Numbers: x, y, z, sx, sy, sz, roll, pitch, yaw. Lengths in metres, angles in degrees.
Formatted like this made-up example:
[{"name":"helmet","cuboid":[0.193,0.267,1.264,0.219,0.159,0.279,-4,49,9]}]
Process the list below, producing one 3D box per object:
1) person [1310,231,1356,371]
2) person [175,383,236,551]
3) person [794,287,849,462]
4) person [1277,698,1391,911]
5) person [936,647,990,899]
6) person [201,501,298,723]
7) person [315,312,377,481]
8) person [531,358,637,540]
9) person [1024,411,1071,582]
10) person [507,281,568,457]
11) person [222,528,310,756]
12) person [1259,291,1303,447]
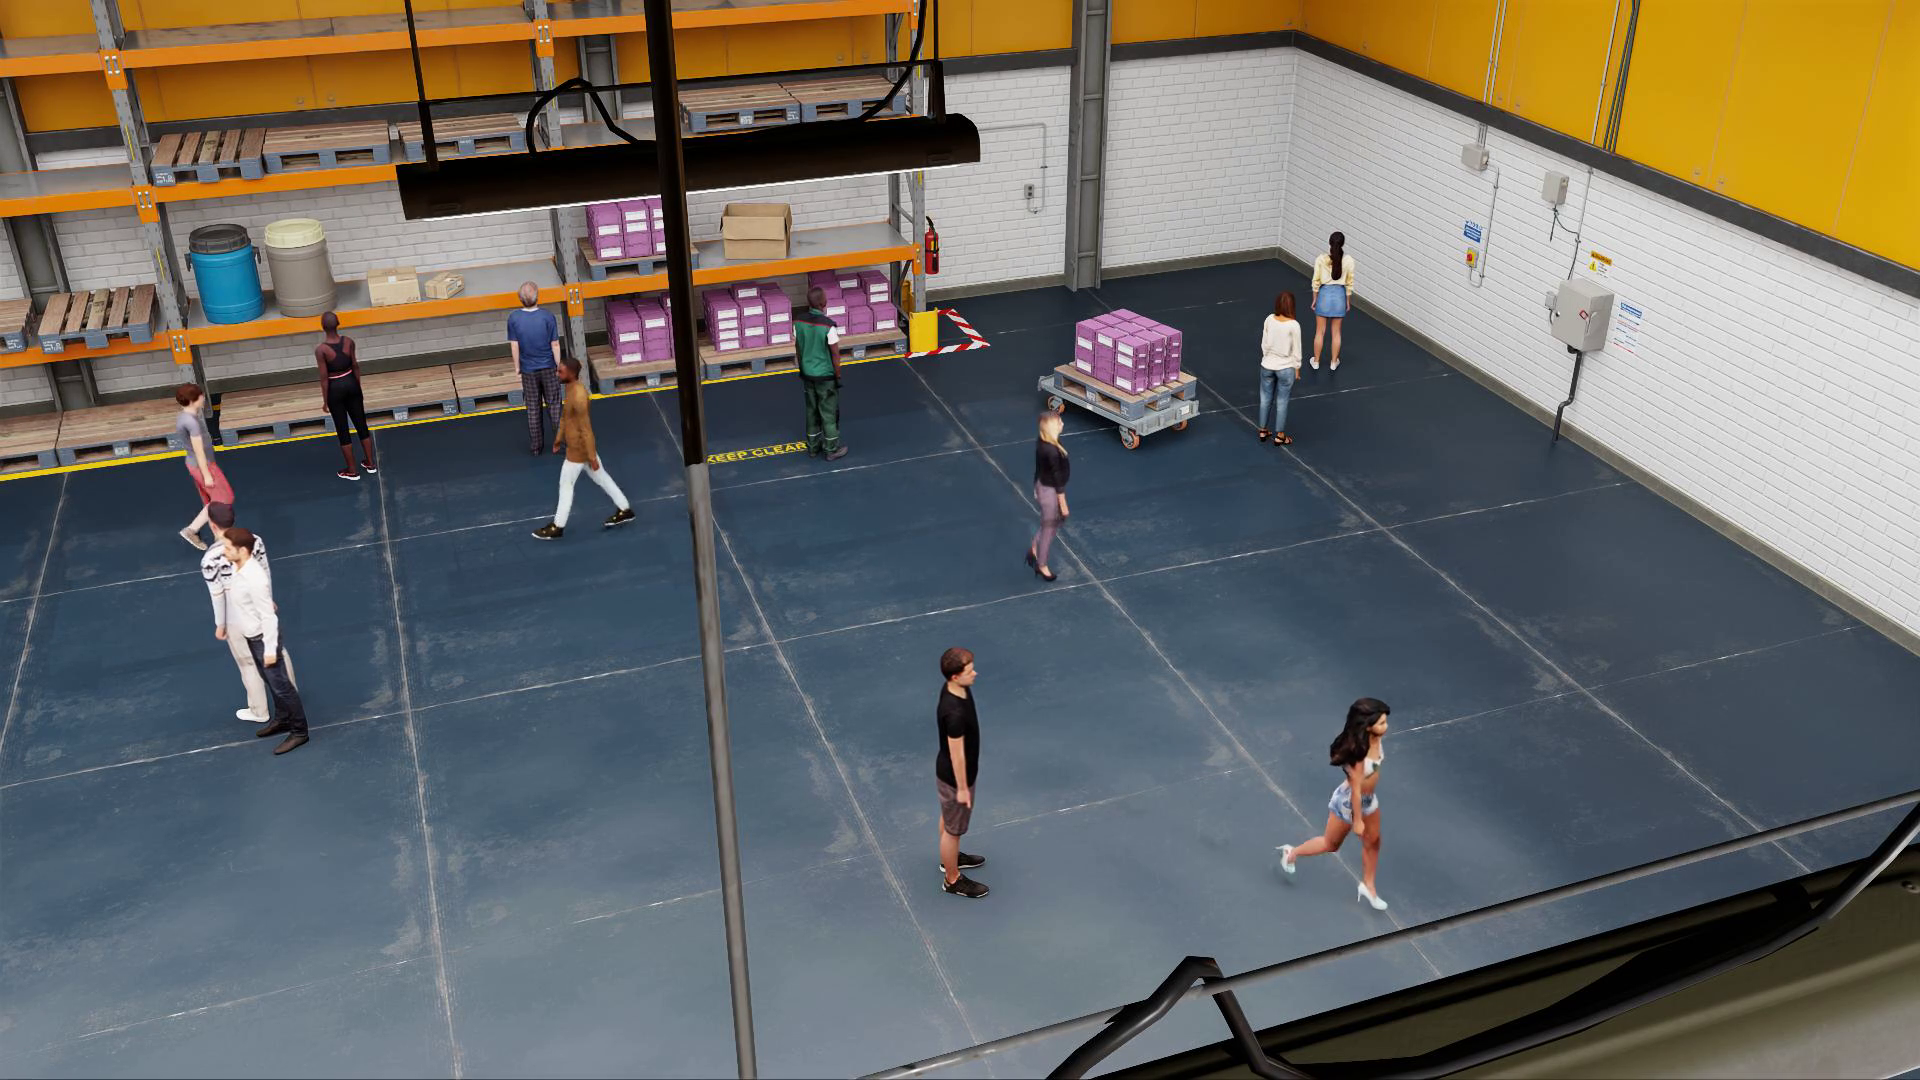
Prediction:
[{"name":"person","cuboid":[4.262,-2.749,19.094,0.658,1.632,0.783,3,29,6]},{"name":"person","cuboid":[-7.001,-0.634,15.203,0.822,1.643,0.675,-15,32,-25]},{"name":"person","cuboid":[-1.428,-1.695,16.944,0.784,1.839,0.826,16,32,26]},{"name":"person","cuboid":[2.513,1.730,10.921,0.963,1.595,1.023,20,35,32]},{"name":"person","cuboid":[-0.025,1.509,11.047,0.707,1.862,0.754,0,29,-1]},{"name":"person","cuboid":[-5.494,0.545,12.815,0.829,1.862,0.733,17,33,29]},{"name":"person","cuboid":[-6.140,-1.450,16.581,0.721,1.757,0.617,23,36,35]},{"name":"person","cuboid":[-3.440,-0.860,15.489,1.206,1.768,0.643,-9,30,-16]},{"name":"person","cuboid":[0.712,-0.362,14.687,0.671,1.662,0.655,-4,29,-8]},{"name":"person","cuboid":[-4.305,-1.754,17.020,0.570,1.872,0.771,-3,29,-5]},{"name":"person","cuboid":[-5.221,0.729,12.468,0.662,1.870,0.717,-21,35,-33]},{"name":"person","cuboid":[3.315,-1.791,17.285,0.690,1.682,0.685,25,37,37]}]
